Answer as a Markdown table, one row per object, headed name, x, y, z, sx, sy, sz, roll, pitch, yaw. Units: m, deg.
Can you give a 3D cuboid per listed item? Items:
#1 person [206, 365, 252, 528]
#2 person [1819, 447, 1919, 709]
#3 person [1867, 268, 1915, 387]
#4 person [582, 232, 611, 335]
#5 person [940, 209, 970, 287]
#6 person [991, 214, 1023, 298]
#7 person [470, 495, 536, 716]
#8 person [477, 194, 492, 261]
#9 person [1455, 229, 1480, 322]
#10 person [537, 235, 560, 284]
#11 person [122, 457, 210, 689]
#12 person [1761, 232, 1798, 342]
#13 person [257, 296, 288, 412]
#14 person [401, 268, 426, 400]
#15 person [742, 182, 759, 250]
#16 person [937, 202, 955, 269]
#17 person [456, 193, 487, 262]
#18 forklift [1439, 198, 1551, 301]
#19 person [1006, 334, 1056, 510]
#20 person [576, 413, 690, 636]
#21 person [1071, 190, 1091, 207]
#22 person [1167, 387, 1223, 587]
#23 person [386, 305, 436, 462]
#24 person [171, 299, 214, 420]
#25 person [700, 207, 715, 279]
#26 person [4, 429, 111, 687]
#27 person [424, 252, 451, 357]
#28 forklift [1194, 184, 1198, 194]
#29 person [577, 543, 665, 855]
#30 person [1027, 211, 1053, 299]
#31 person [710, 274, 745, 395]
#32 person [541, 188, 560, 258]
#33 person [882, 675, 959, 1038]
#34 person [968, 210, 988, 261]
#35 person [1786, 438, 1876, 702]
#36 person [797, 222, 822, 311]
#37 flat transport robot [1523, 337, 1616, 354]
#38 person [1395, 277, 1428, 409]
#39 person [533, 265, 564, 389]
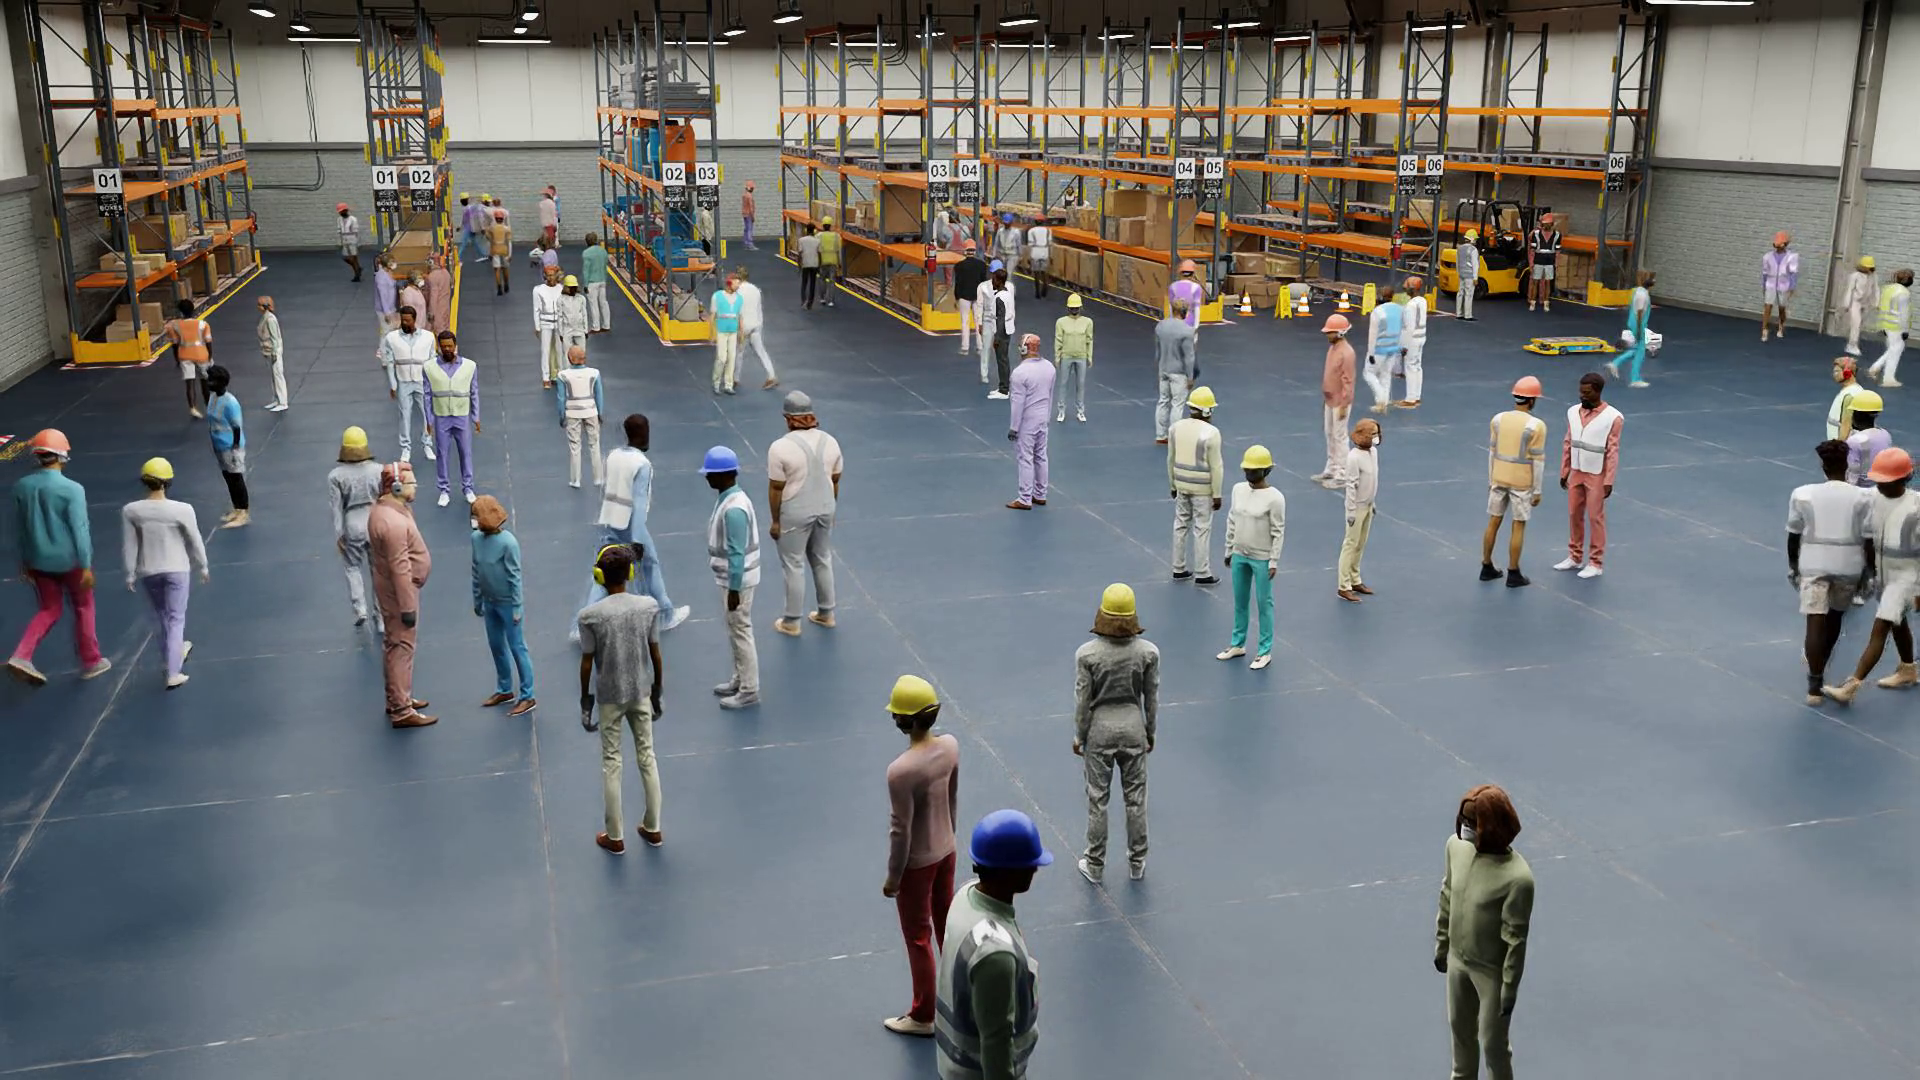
| name | x | y | z | sx | sy | sz | roll | pitch | yaw |
| --- | --- | --- | --- | --- | --- | --- | --- | --- | --- |
| person | -7.618 | -0.980 | 17.287 | 0.539 | 1.695 | 0.317 | 14 | 20 | 43 |
| person | 6.781 | 0.263 | 12.166 | 1.190 | 1.925 | 0.621 | -5 | 16 | -19 |
| person | 14.457 | -3.271 | 25.668 | 0.433 | 1.830 | 0.631 | 4 | 15 | 13 |
| person | -6.874 | -4.840 | 31.377 | 0.370 | 1.930 | 0.626 | 8 | 17 | 28 |
| person | -0.144 | -6.188 | 36.222 | 0.690 | 2.000 | 0.538 | -5 | 16 | -19 |
| person | 1.041 | -6.225 | 36.666 | 0.619 | 1.889 | 1.050 | 9 | 17 | 30 |
| person | -3.322 | 0.464 | 11.997 | 0.505 | 1.624 | 0.311 | 11 | 19 | 37 |
| person | -12.965 | -8.565 | 45.581 | 0.403 | 1.824 | 0.589 | 2 | 15 | 8 |
| person | 10.129 | -5.260 | 33.127 | 0.404 | 1.833 | 0.590 | -6 | 16 | -20 |
| person | -7.533 | -4.621 | 30.534 | 0.378 | 1.933 | 0.628 | 0 | 15 | -1 |
| person | -6.039 | 0.213 | 12.743 | 0.549 | 1.722 | 0.871 | -1 | 15 | -3 |
| person | 15.067 | -4.675 | 30.626 | 0.604 | 2.008 | 1.021 | 9 | 17 | 31 |
| person | -9.806 | -2.657 | 23.700 | 0.314 | 1.642 | 0.514 | -9 | 17 | -31 |
| person | -8.047 | -3.052 | 24.618 | 0.354 | 1.936 | 0.635 | -2 | 15 | -7 |
| person | -6.177 | -9.510 | 48.825 | 0.392 | 1.988 | 0.608 | -8 | 17 | -28 |
| person | -0.319 | -7.975 | 43.457 | 0.611 | 1.785 | 0.939 | -4 | 15 | -15 |
| person | -13.423 | -8.473 | 45.192 | 1.058 | 1.851 | 0.586 | -4 | 15 | -15 |
| forklift | 11.913 | -6.508 | 37.130 | 2.313 | 2.155 | 1.214 | -4 | 15 | -15 |
| person | 0.742 | -1.281 | 18.017 | 0.408 | 1.909 | 0.642 | 12 | 19 | 38 |
| person | -2.727 | -0.095 | 13.664 | 1.029 | 1.866 | 0.641 | -14 | 20 | -42 |
| person | 3.335 | -8.781 | 46.205 | 0.589 | 1.923 | 0.383 | 9 | 17 | 29 |
| person | 2.163 | -0.488 | 15.172 | 0.403 | 1.832 | 0.594 | -13 | 19 | -39 |
| person | -6.709 | -1.927 | 20.426 | 0.590 | 1.917 | 0.397 | -6 | 16 | -21 |
| person | -10.681 | -2.520 | 23.166 | 0.541 | 1.653 | 0.890 | -5 | 16 | -17 |
| person | -6.232 | -7.473 | 41.177 | 0.415 | 1.985 | 0.610 | -2 | 15 | -9 |
| person | -6.859 | 0.162 | 12.497 | 0.663 | 1.957 | 0.770 | 3 | 15 | 11 |
| person | -8.649 | -3.807 | 27.518 | 0.407 | 1.910 | 0.638 | 1 | 15 | 5 |
| forklift | 7.392 | -11.333 | 53.972 | 1.873 | 2.768 | 1.129 | -4 | 15 | -15 |
| person | -1.983 | 0.934 | 9.771 | 0.514 | 1.862 | 0.325 | -8 | 17 | -28 |
| person | 1.762 | -6.317 | 36.930 | 0.573 | 1.922 | 0.429 | -3 | 15 | -12 |
| person | -3.514 | -3.085 | 24.994 | 0.418 | 1.821 | 0.625 | 14 | 20 | 43 |
| person | -11.231 | -8.662 | 45.694 | 0.673 | 1.952 | 0.750 | 14 | 20 | 42 |
| person | -0.199 | 1.486 | 7.875 | 0.329 | 1.765 | 0.533 | 9 | 18 | 32 |
| person | 0.427 | -7.088 | 40.153 | 0.537 | 1.761 | 0.339 | -5 | 16 | -20 |
| person | 6.492 | 0.201 | 12.424 | 0.623 | 1.907 | 0.946 | 6 | 16 | 22 |
| person | -3.150 | -5.731 | 34.893 | 0.543 | 1.841 | 0.370 | -1 | 15 | -5 |
| flat transport robot | 10.717 | -3.423 | 29.210 | 1.431 | 0.197 | 0.652 | -3 | 15 | -12 |
| person | 6.499 | -2.830 | 23.889 | 0.352 | 1.881 | 0.576 | 10 | 18 | 34 |
| person | -6.253 | -3.274 | 25.561 | 0.572 | 1.883 | 0.355 | -7 | 16 | -23 |
